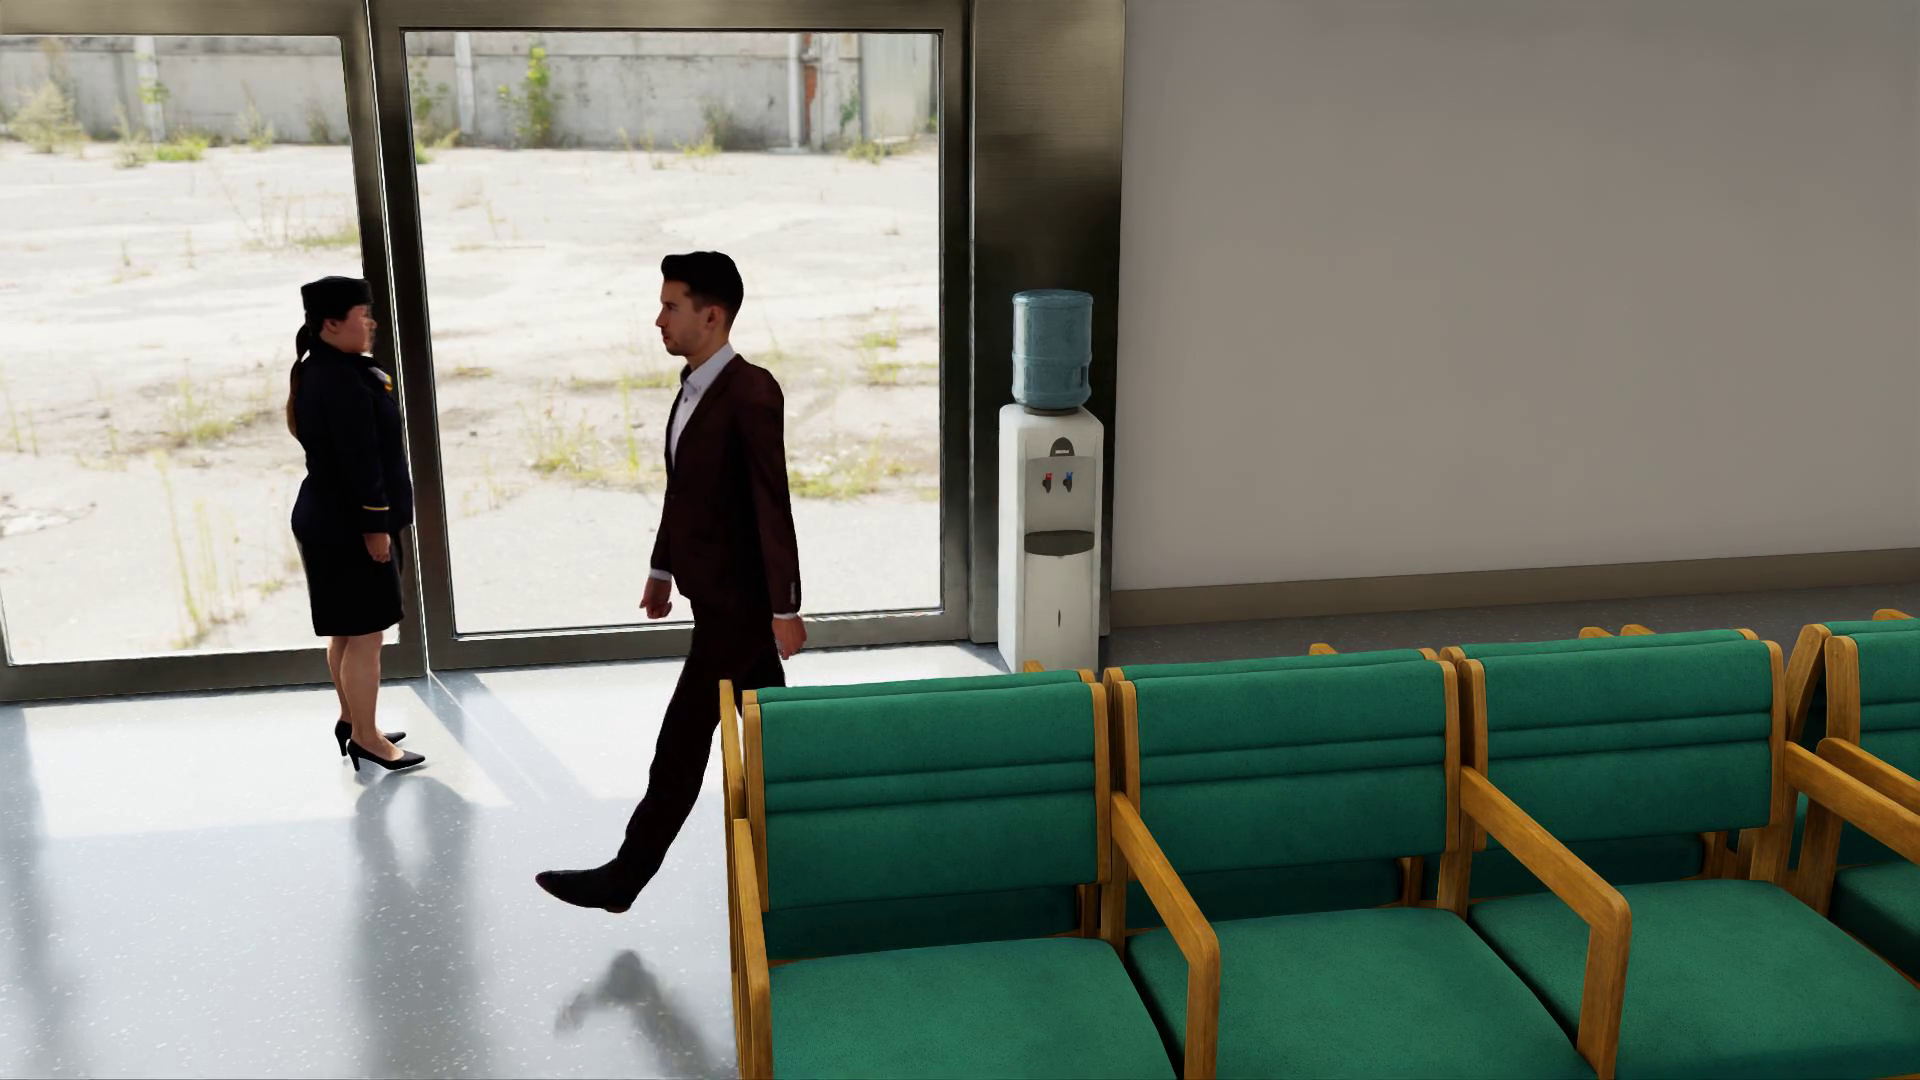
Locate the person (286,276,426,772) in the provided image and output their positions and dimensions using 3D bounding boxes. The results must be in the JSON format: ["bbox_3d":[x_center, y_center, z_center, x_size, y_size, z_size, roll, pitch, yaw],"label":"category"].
[{"bbox_3d":[-2.039,-0.044,5.581,0.834,1.671,0.686,-9,18,-29],"label":"person"}]

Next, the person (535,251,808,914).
[{"bbox_3d":[-0.557,0.148,4.630,0.979,1.817,1.194,-7,17,-24],"label":"person"}]
